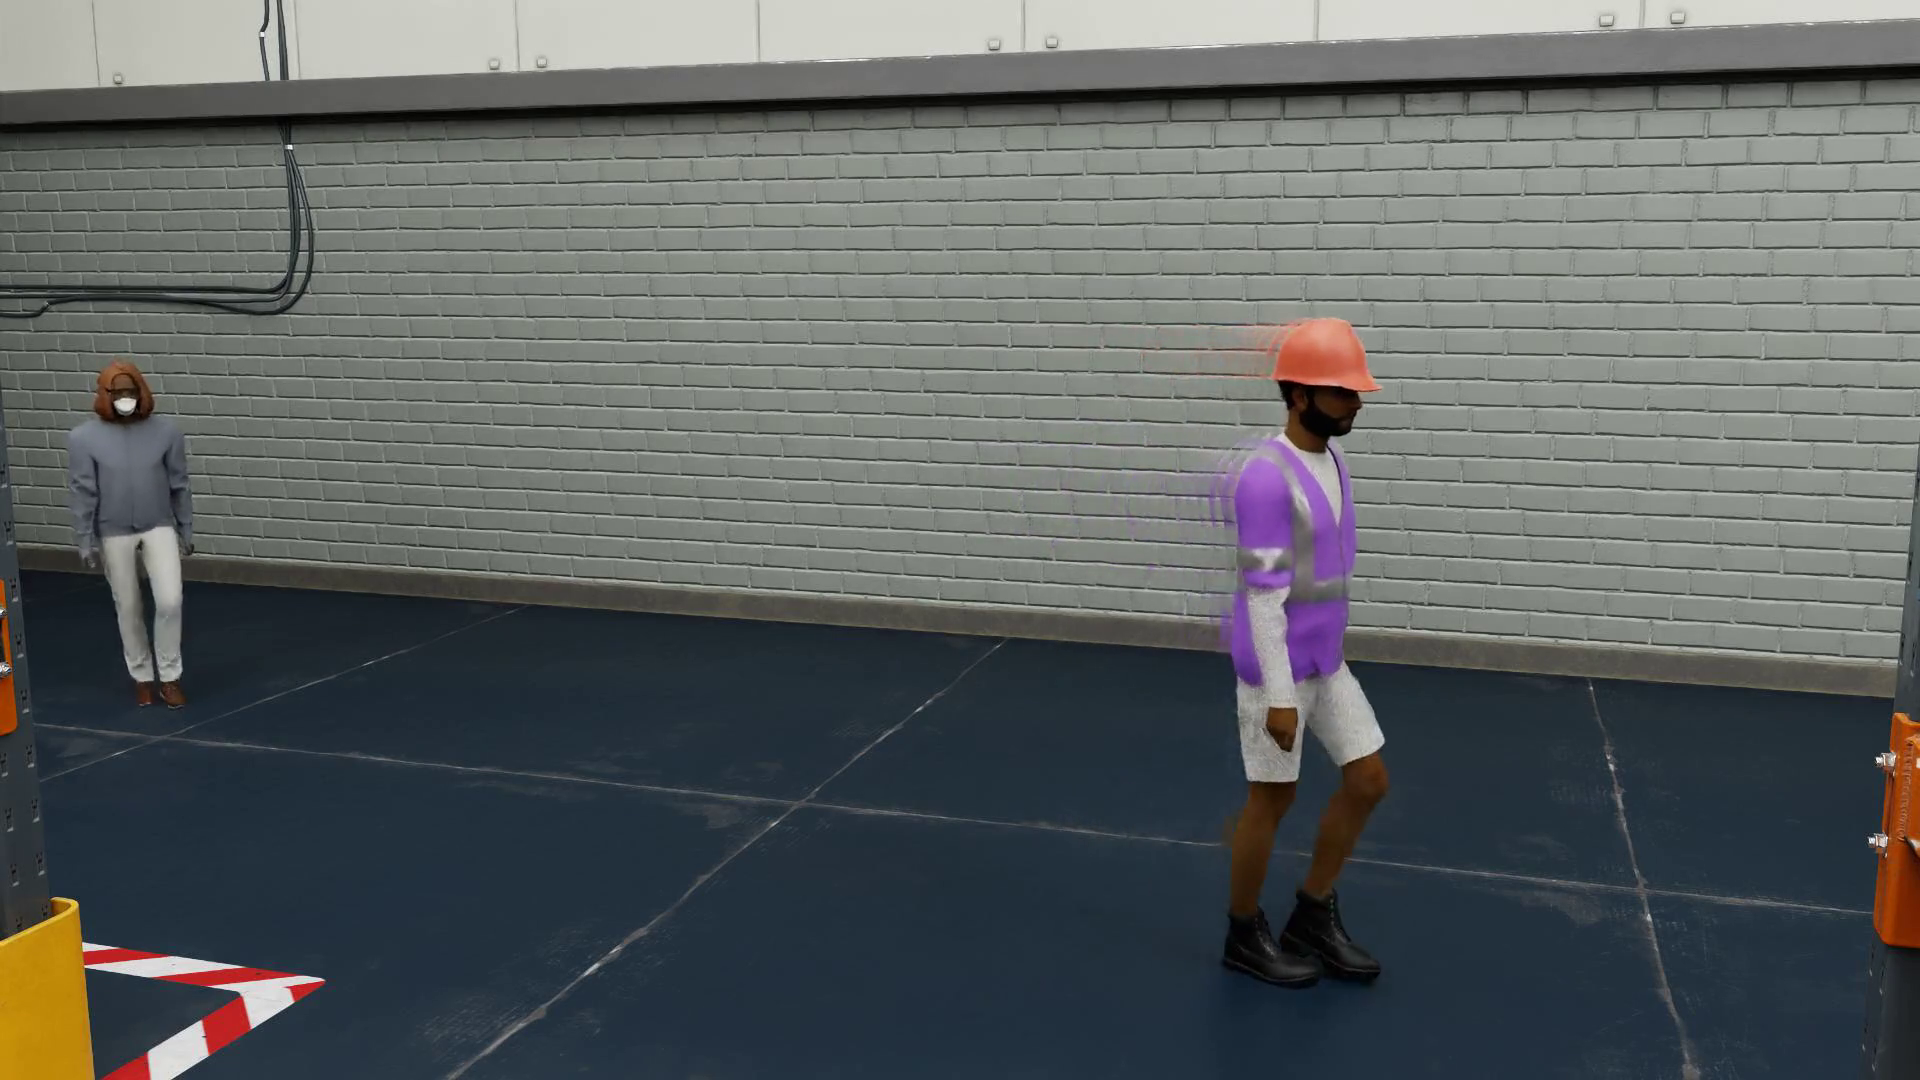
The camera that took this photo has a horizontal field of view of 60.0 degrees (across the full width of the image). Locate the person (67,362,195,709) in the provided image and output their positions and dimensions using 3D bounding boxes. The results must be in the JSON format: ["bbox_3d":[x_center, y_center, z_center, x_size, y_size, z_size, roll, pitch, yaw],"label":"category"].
[{"bbox_3d":[-3.781,-0.007,7.630,0.515,1.608,0.571,-6,11,-31],"label":"person"}]

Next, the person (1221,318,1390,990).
[{"bbox_3d":[1.002,0.345,4.652,0.589,1.913,0.568,7,12,38],"label":"person"}]
